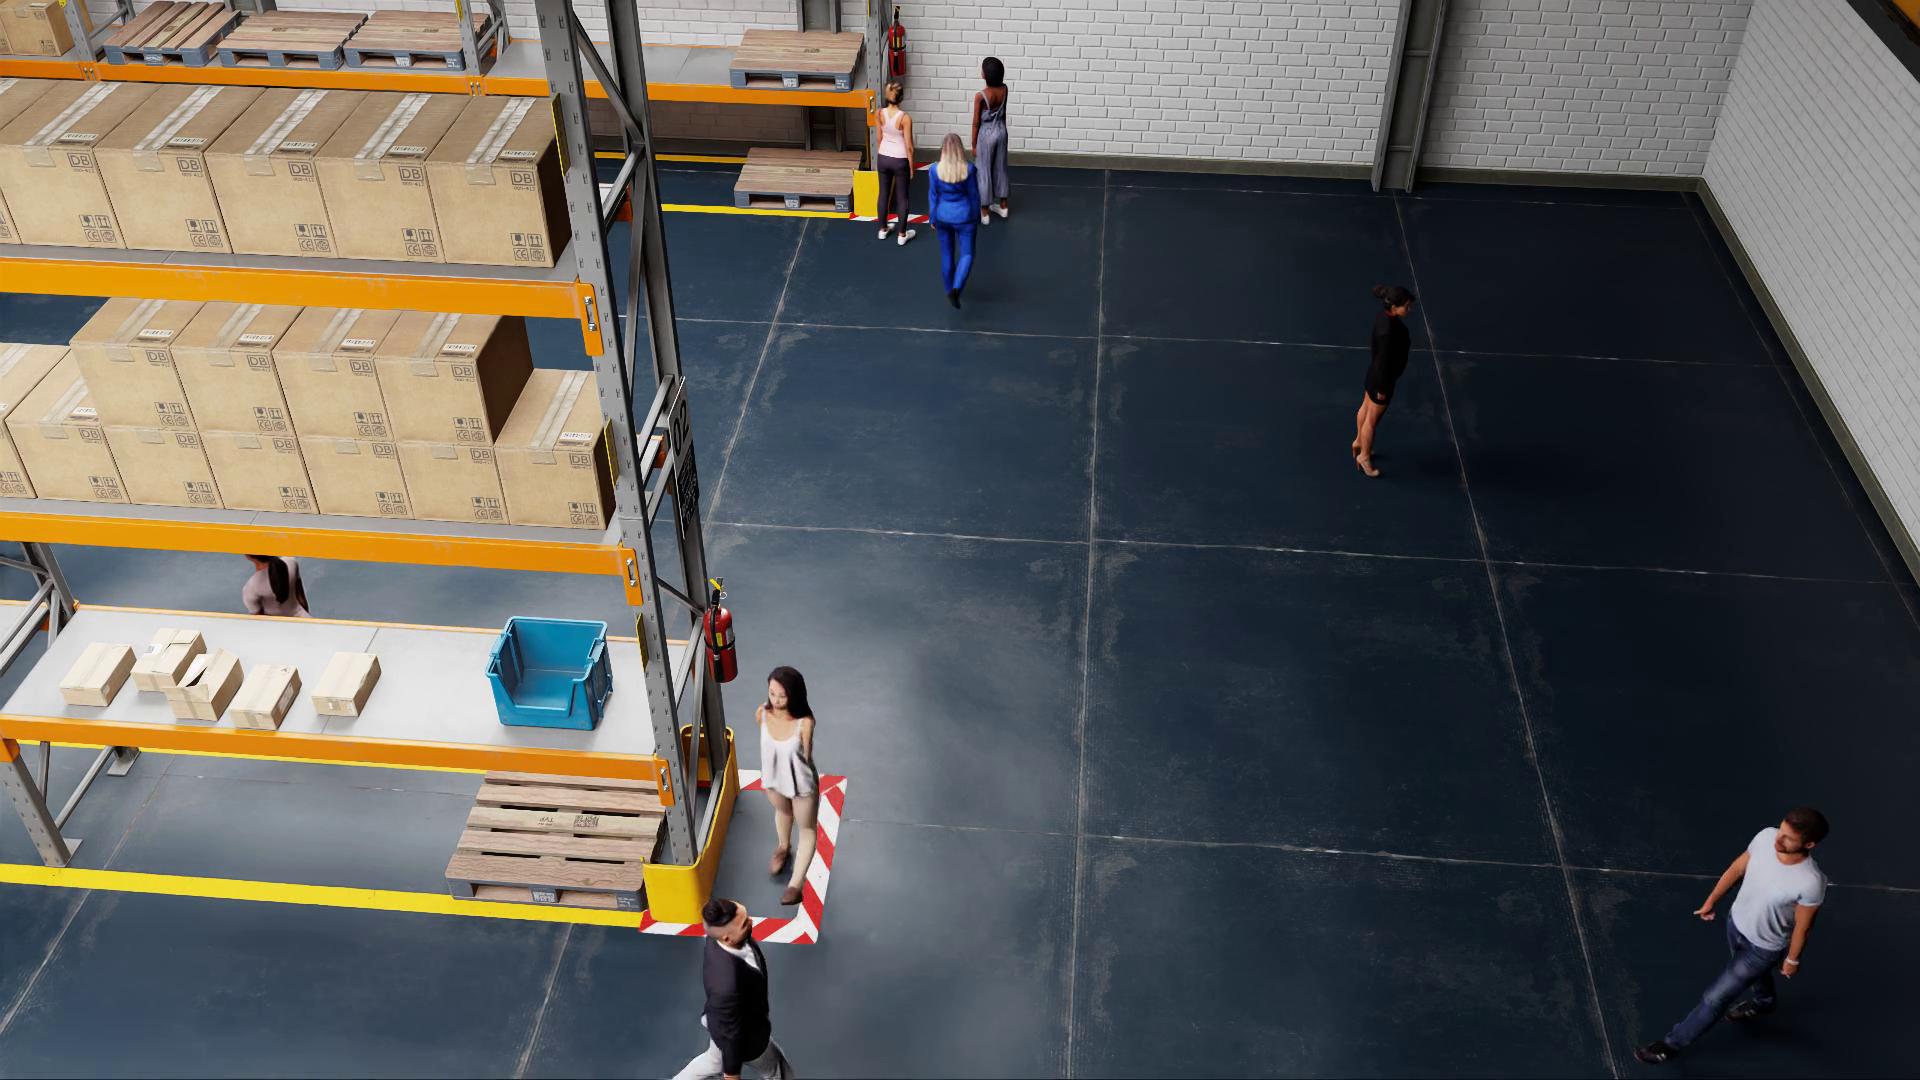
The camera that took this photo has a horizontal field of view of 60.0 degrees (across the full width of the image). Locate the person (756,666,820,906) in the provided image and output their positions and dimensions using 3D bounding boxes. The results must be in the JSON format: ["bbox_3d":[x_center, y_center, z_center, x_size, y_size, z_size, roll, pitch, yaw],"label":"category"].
[{"bbox_3d":[-0.942,1.351,9.821,0.768,1.642,0.865,-31,48,-33],"label":"person"}]

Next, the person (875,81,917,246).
[{"bbox_3d":[-0.647,-3.657,16.087,0.560,1.648,0.677,16,41,19],"label":"person"}]

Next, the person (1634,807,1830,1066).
[{"bbox_3d":[4.283,2.059,8.793,1.283,1.819,0.967,-10,40,-12],"label":"person"}]

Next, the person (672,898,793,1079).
[{"bbox_3d":[-1.214,2.404,8.288,1.324,1.909,0.922,-6,39,-8],"label":"person"}]

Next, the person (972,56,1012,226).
[{"bbox_3d":[0.316,-3.950,16.416,0.633,1.695,0.707,-24,44,-27],"label":"person"}]

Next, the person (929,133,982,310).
[{"bbox_3d":[-0.049,-2.847,15.040,0.832,1.688,0.707,5,39,6],"label":"person"}]

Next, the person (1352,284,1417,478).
[{"bbox_3d":[3.311,-1.260,13.091,0.572,1.641,0.560,5,39,6],"label":"person"}]
